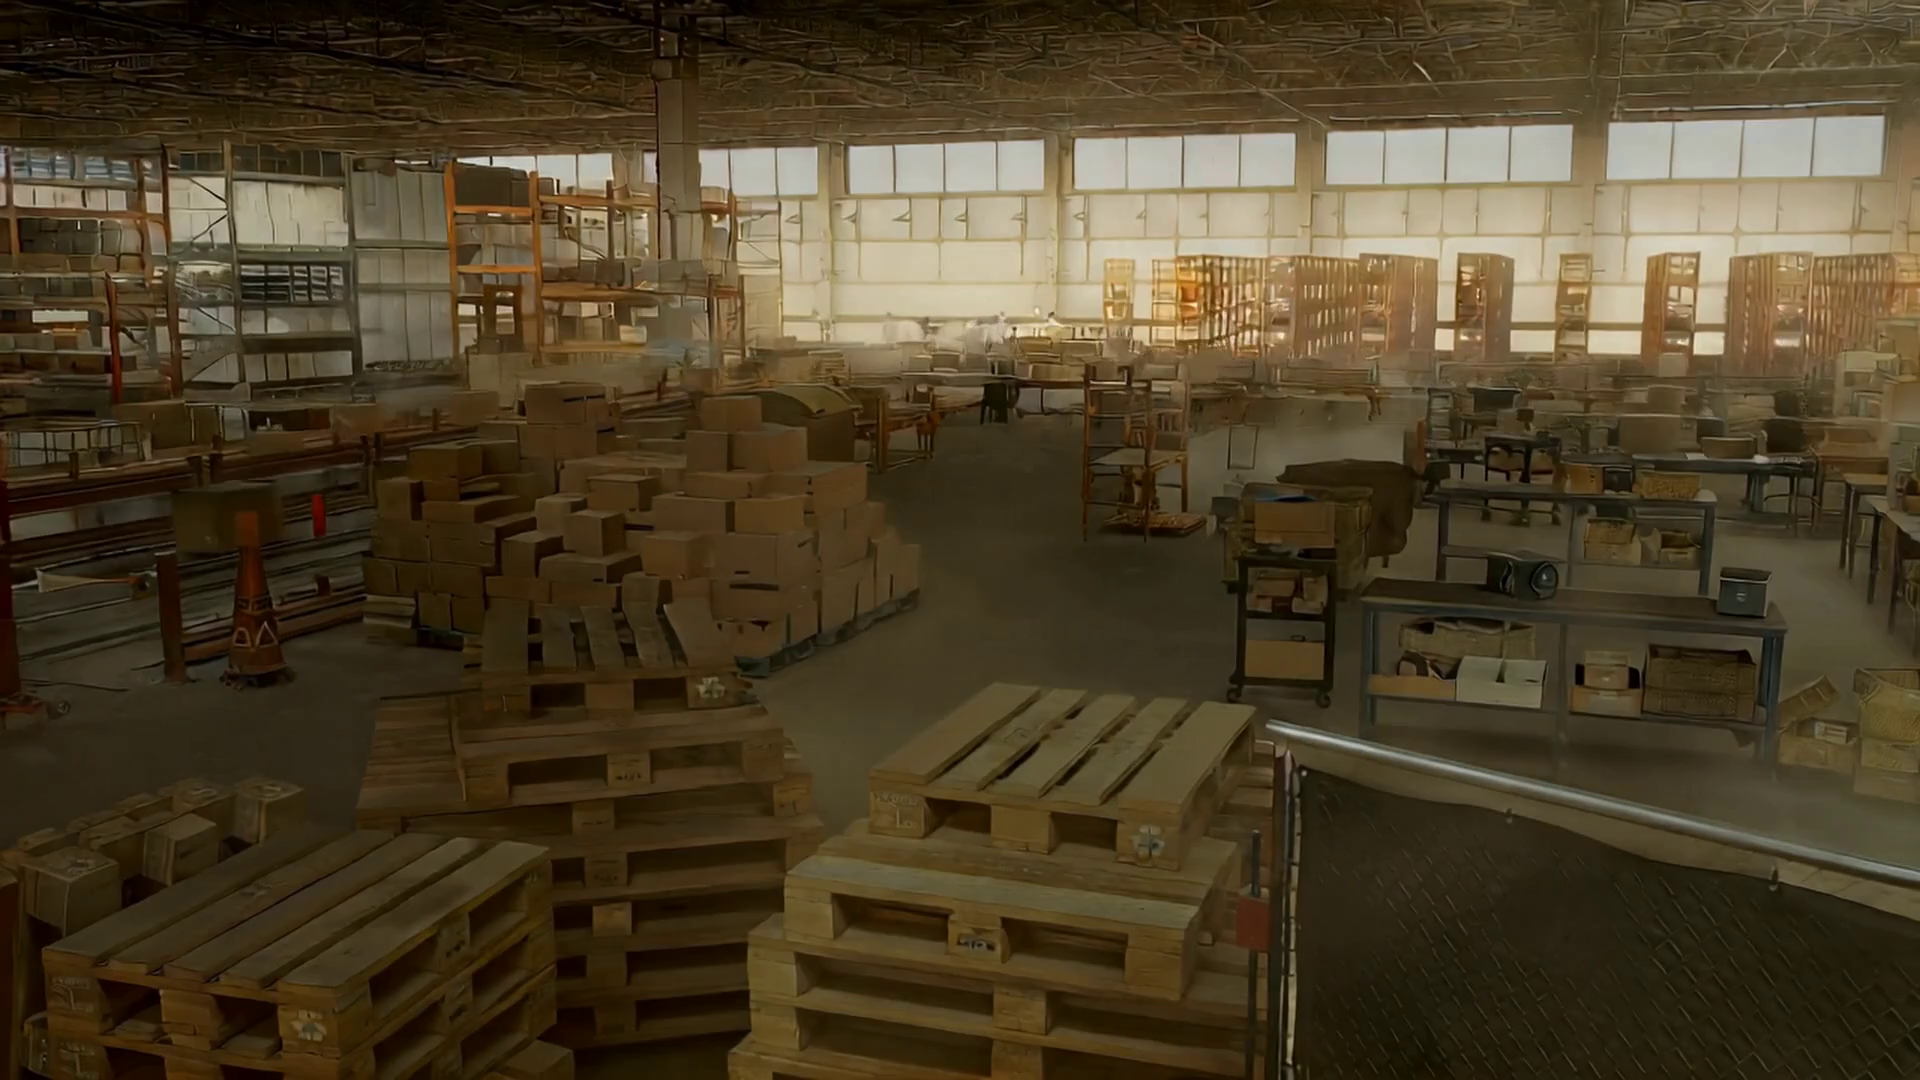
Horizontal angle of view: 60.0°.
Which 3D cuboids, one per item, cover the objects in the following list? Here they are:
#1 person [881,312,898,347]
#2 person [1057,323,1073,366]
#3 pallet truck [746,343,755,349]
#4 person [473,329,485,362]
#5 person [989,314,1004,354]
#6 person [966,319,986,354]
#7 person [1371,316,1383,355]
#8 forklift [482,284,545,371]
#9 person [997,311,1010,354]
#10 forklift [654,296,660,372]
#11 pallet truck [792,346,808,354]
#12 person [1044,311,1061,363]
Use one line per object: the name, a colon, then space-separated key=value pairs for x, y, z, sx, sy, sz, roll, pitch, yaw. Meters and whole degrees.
person: x=-2.477 y=-7.090 z=58.196 sx=0.571 sy=1.731 sz=0.395 roll=-6 pitch=11 yaw=-32
person: x=2.374 y=-3.912 z=37.567 sx=0.385 sy=1.948 sz=0.603 roll=-1 pitch=9 yaw=-7
pallet truck: x=-6.183 y=-4.618 z=44.264 sx=1.601 sy=1.201 sz=0.680 roll=-9 pitch=12 yaw=-43
person: x=-12.051 y=-4.482 z=41.968 sx=0.321 sy=1.694 sz=0.534 roll=7 pitch=12 yaw=39
person: x=1.157 y=-6.131 z=51.923 sx=0.567 sy=1.810 sz=0.516 roll=-5 pitch=10 yaw=-27
person: x=0.464 y=-5.194 z=45.987 sx=0.600 sy=1.827 sz=0.403 roll=5 pitch=10 yaw=29
person: x=13.879 y=-6.690 z=55.482 sx=0.408 sy=1.819 sz=0.672 roll=-2 pitch=9 yaw=-13
forklift: x=-10.832 y=-4.702 z=39.610 sx=1.129 sy=2.768 sz=1.873 roll=3 pitch=10 yaw=20
person: x=1.510 y=-7.511 z=60.881 sx=0.597 sy=1.726 sz=0.411 roll=-7 pitch=11 yaw=-38
forklift: x=-8.824 y=-6.510 z=50.967 sx=1.129 sy=2.768 sz=1.873 roll=3 pitch=10 yaw=20
pallet truck: x=-3.705 y=-4.298 z=42.022 sx=0.653 sy=1.274 sz=1.630 roll=3 pitch=10 yaw=20
person: x=3.017 y=-6.549 z=54.367 sx=0.641 sy=1.878 sz=0.836 roll=-3 pitch=9 yaw=-16
